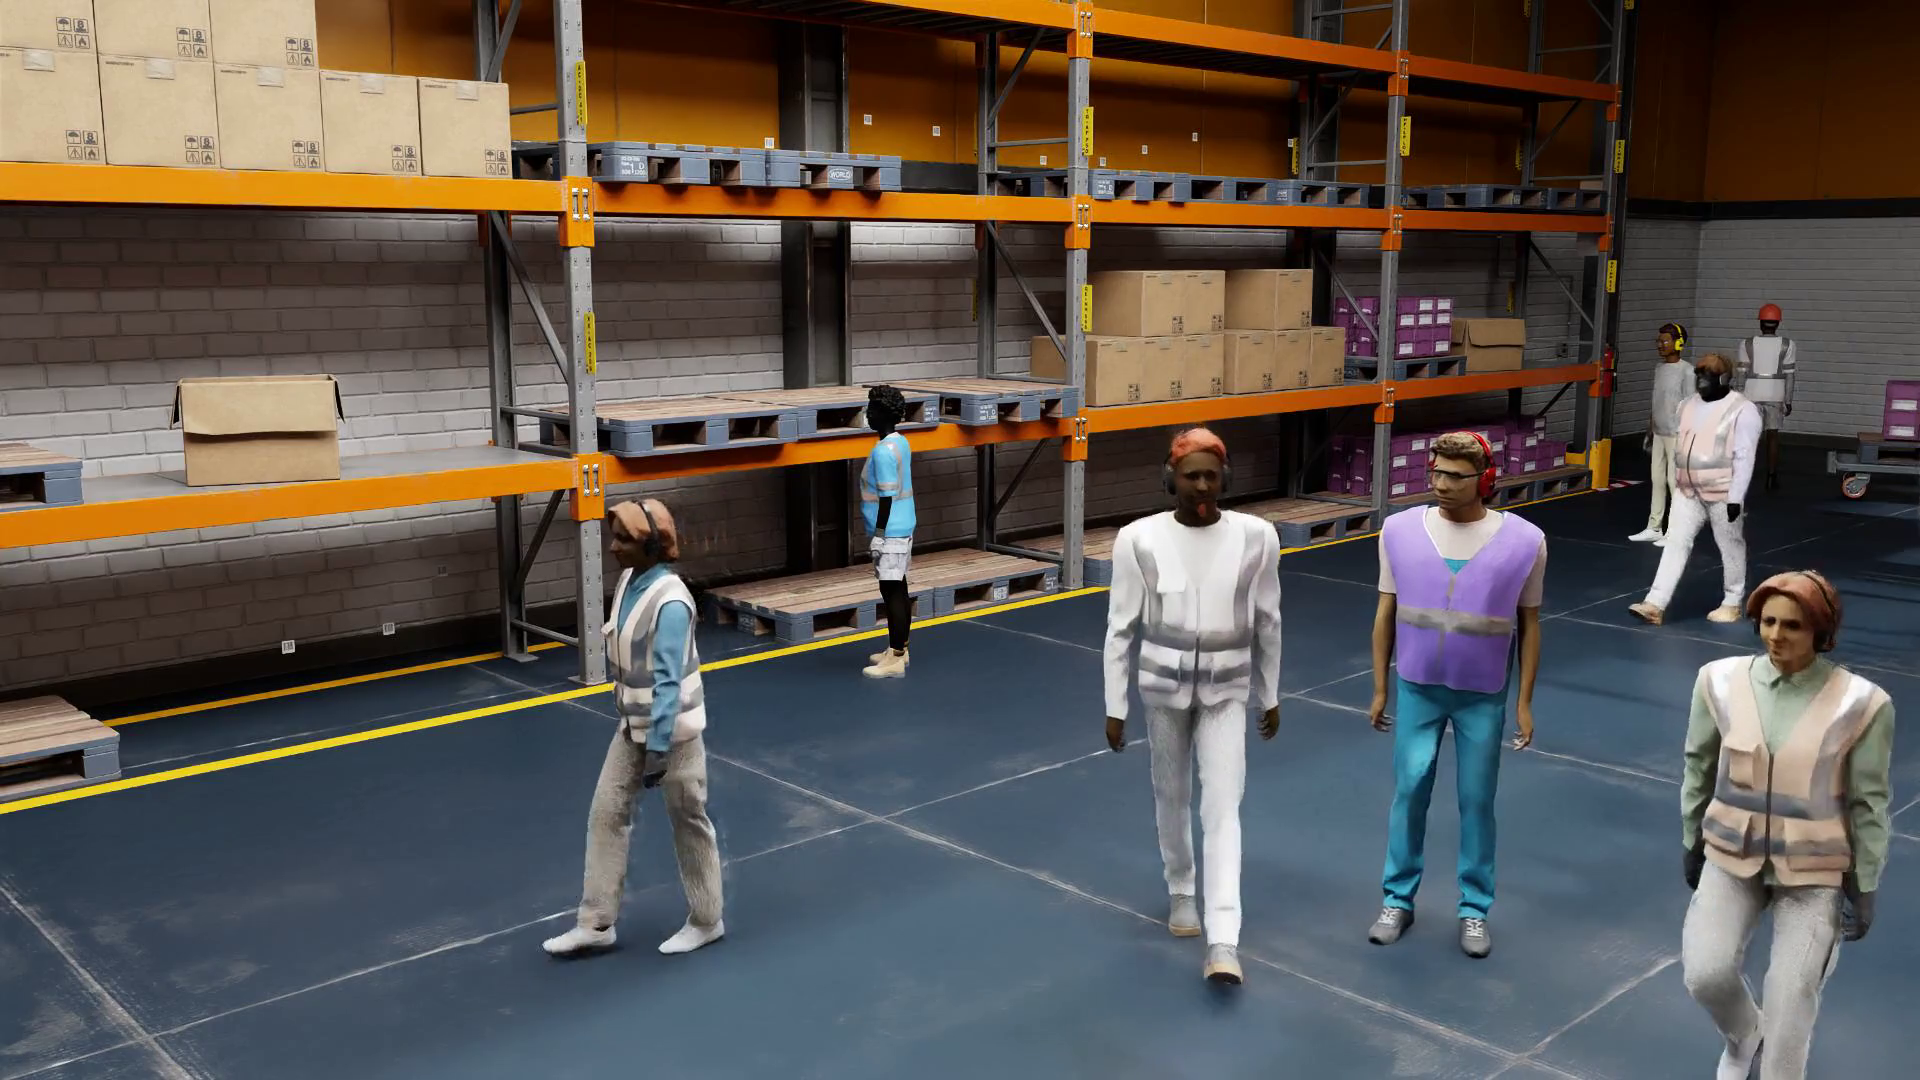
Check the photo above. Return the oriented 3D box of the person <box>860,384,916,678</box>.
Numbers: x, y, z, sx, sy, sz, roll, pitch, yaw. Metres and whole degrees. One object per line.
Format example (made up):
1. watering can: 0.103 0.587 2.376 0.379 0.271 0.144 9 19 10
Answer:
1. person: -0.419 -0.050 9.642 0.319 1.696 0.532 1 10 7

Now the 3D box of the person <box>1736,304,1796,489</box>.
1. person: 8.415 -1.496 17.403 0.552 1.935 0.361 5 11 26

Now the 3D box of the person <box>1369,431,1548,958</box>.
1. person: 1.732 0.528 5.827 0.564 1.841 0.389 4 11 24

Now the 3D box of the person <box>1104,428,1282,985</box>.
1. person: 0.791 0.558 5.637 0.609 1.839 0.957 1 10 7

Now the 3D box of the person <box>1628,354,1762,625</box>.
1. person: 4.868 -0.316 10.912 0.944 1.789 0.650 -5 11 -27

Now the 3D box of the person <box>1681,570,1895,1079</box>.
1. person: 2.197 0.873 4.455 0.520 1.627 0.459 8 13 40

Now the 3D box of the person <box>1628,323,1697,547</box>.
1. person: 5.943 -0.872 13.975 0.335 1.862 0.521 -2 10 -13

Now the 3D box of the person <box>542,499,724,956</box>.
1. person: -1.125 0.669 5.649 0.724 1.607 0.551 -6 11 -32
